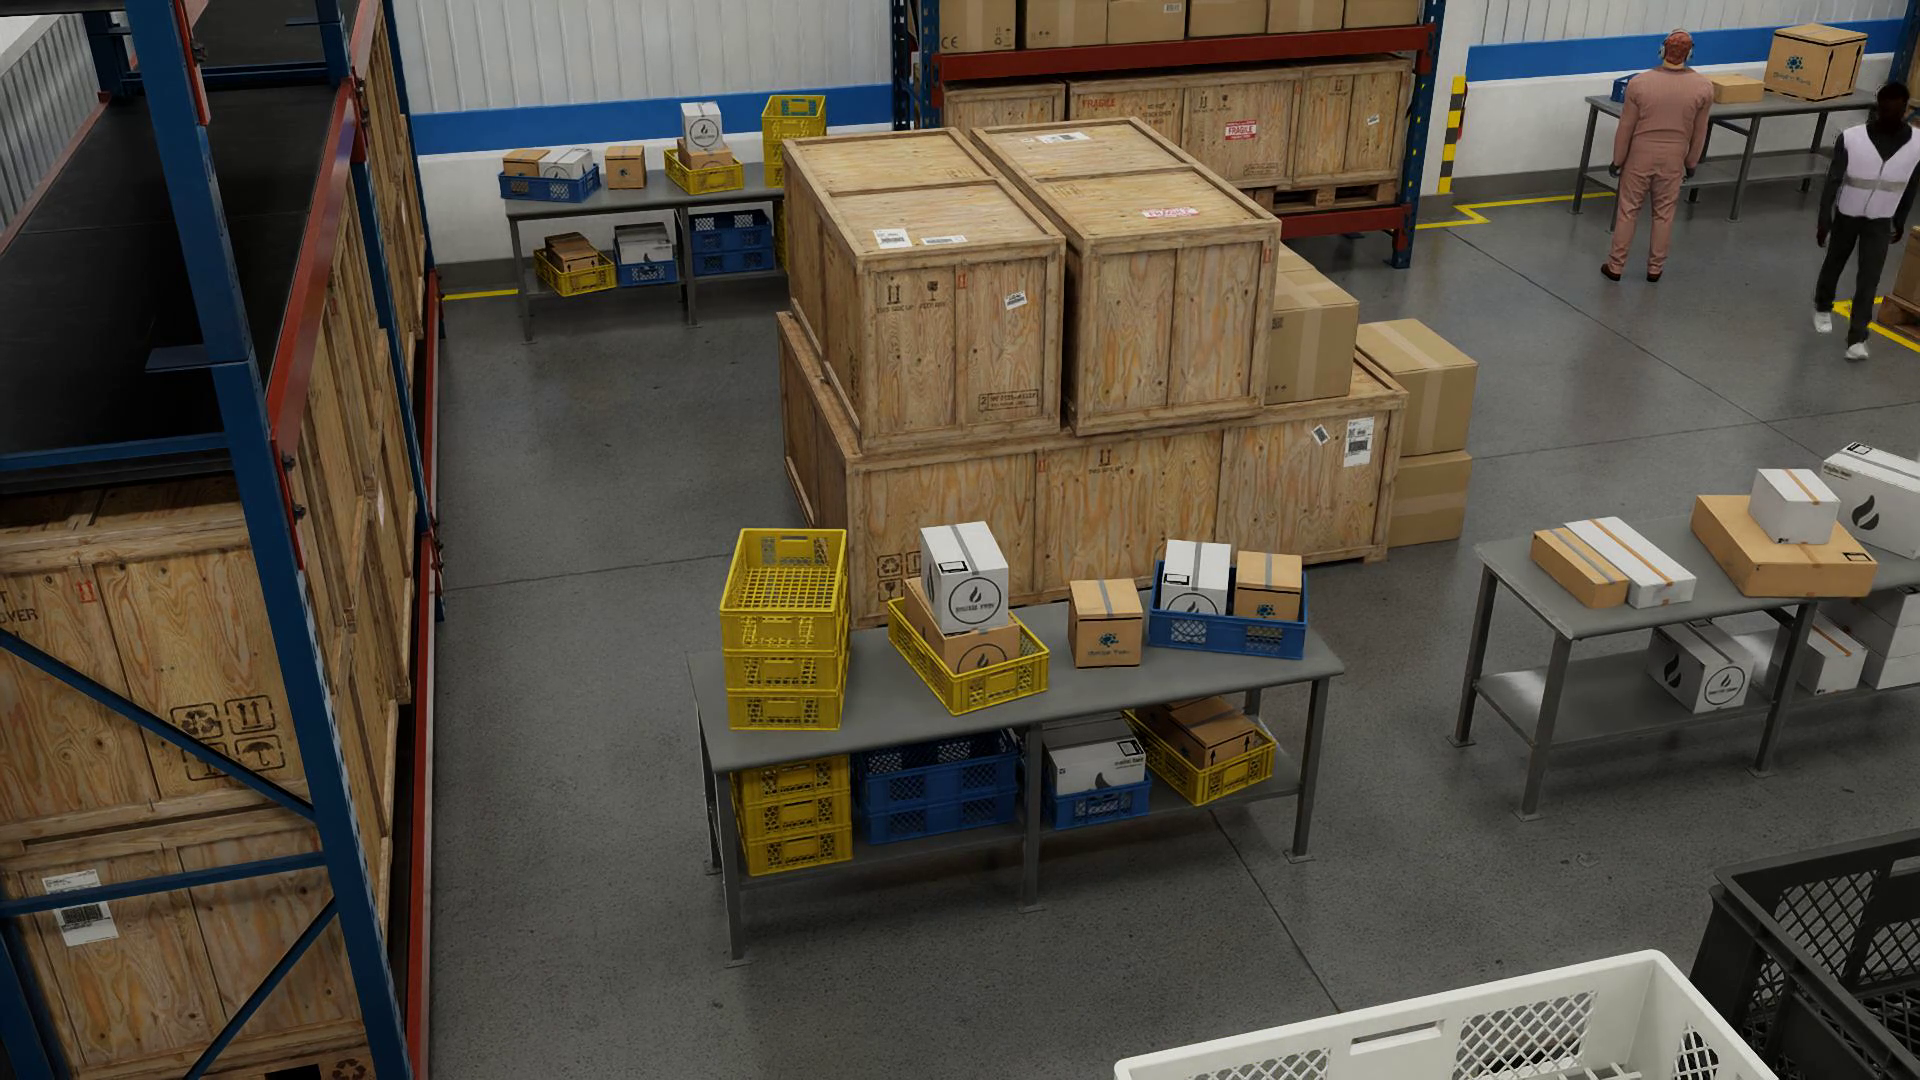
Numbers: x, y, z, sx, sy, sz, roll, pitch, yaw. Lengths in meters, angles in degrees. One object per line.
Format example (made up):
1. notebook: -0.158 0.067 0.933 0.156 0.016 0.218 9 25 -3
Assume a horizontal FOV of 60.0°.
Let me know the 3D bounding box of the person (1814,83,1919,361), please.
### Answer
1. person: 6.244 -2.220 11.483 0.606 1.857 1.013 7 30 13

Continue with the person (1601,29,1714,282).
1. person: 5.305 -2.919 12.704 0.653 1.906 0.408 5 29 8
